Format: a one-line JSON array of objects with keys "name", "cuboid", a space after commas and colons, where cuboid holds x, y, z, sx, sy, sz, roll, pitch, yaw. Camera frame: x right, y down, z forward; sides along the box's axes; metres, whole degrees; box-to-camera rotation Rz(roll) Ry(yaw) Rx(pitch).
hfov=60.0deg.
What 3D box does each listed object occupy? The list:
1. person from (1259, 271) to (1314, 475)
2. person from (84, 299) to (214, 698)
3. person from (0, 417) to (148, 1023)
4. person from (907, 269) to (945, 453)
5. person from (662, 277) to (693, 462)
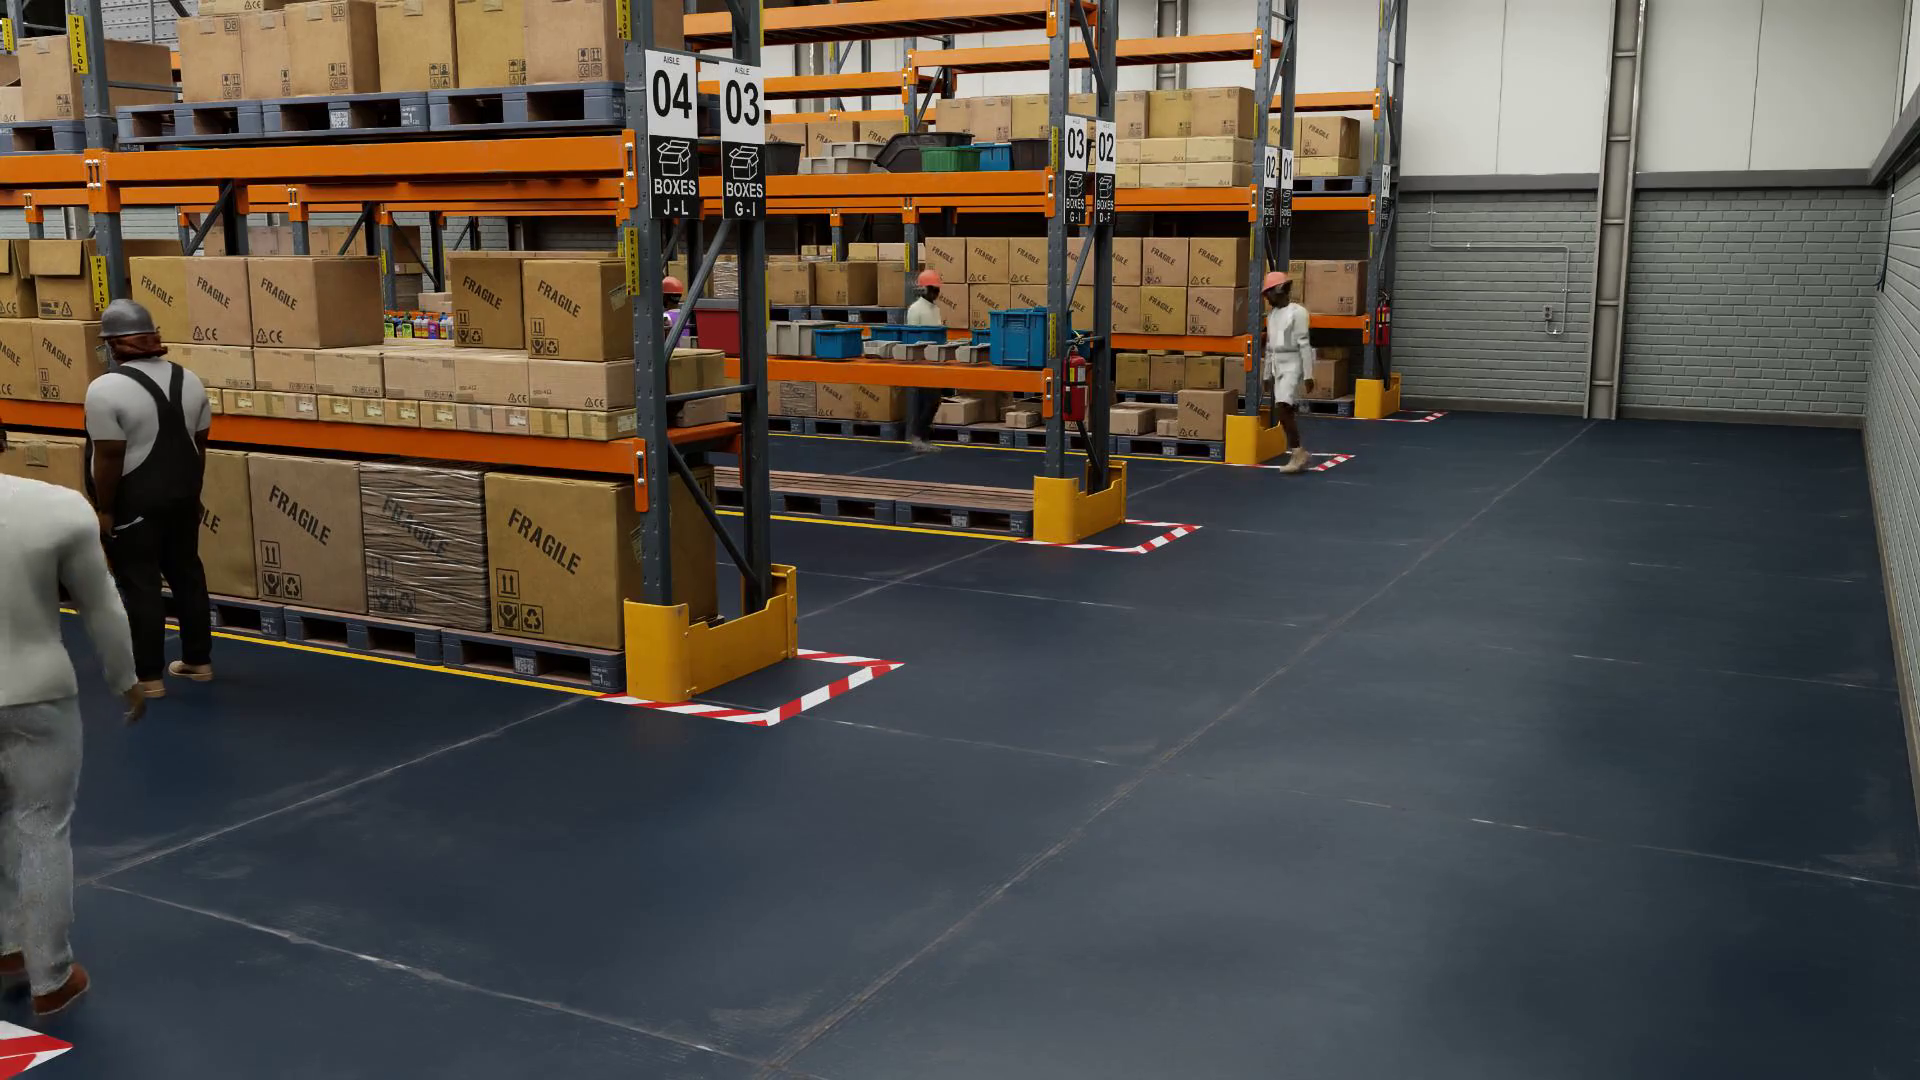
[{"name": "person", "cuboid": [3.194, -1.640, 16.399, 0.490, 1.992, 0.694, -4, 11, -22]}, {"name": "person", "cuboid": [-4.210, -0.221, 8.550, 0.536, 2.000, 0.688, 4, 11, 21]}, {"name": "person", "cuboid": [-2.882, 0.485, 5.077, 0.684, 1.911, 0.666, -3, 11, -16]}, {"name": "person", "cuboid": [-0.298, -1.909, 17.905, 0.518, 1.980, 0.644, 4, 11, 22]}, {"name": "person", "cuboid": [-2.878, -1.666, 16.711, 0.361, 1.938, 0.545, 8, 13, 36]}]
